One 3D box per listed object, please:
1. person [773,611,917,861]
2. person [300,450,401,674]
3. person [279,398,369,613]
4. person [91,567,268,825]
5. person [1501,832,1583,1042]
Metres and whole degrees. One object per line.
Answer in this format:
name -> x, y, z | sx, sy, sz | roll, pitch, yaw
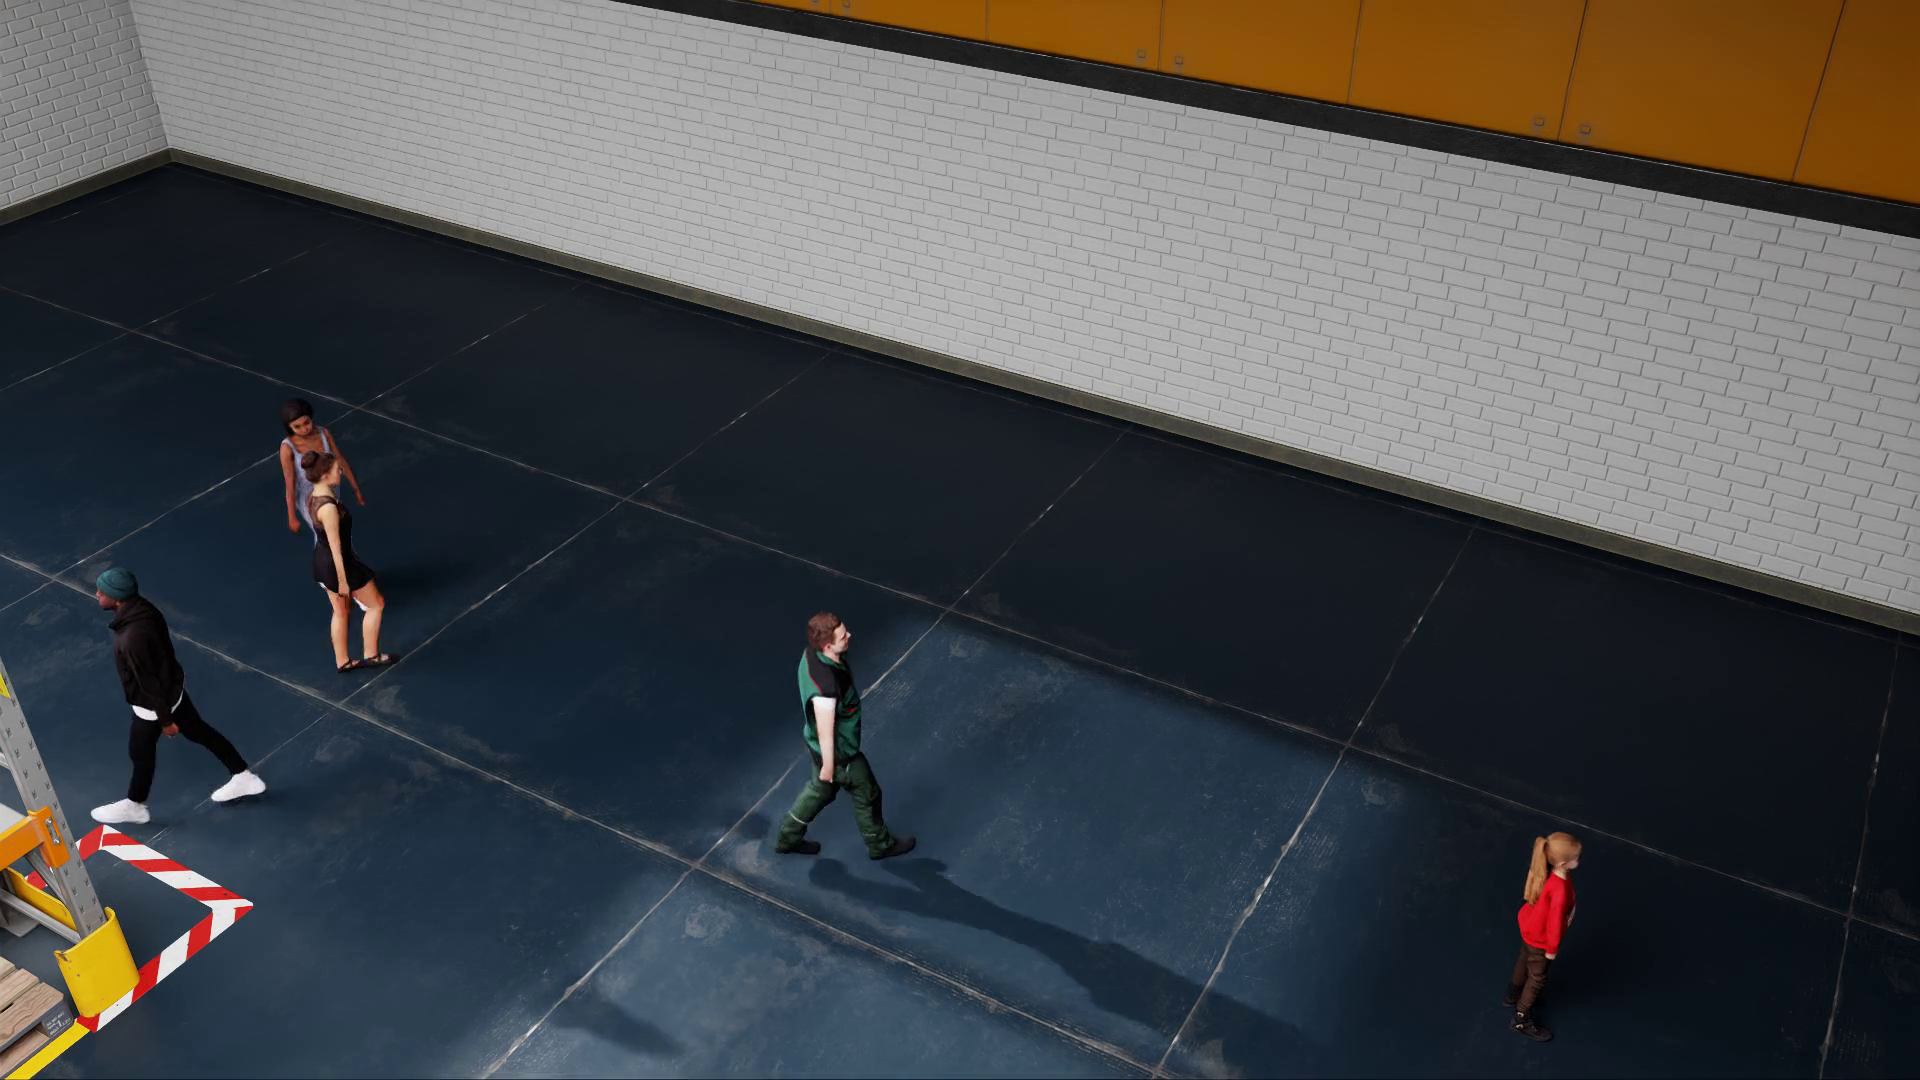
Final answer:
person -> -0.781, 1.146, 9.450 | 1.145, 1.813, 1.067 | -10, 35, -14
person -> -4.210, 0.191, 11.023 | 0.757, 1.663, 0.710 | -18, 38, -25
person -> -4.579, -0.271, 11.717 | 0.757, 1.664, 0.762 | 15, 36, 21
person -> -4.632, 0.920, 9.831 | 1.270, 1.768, 1.210 | -8, 35, -12
person -> 3.011, 2.019, 8.617 | 0.651, 1.282, 0.549 | 5, 34, 8
